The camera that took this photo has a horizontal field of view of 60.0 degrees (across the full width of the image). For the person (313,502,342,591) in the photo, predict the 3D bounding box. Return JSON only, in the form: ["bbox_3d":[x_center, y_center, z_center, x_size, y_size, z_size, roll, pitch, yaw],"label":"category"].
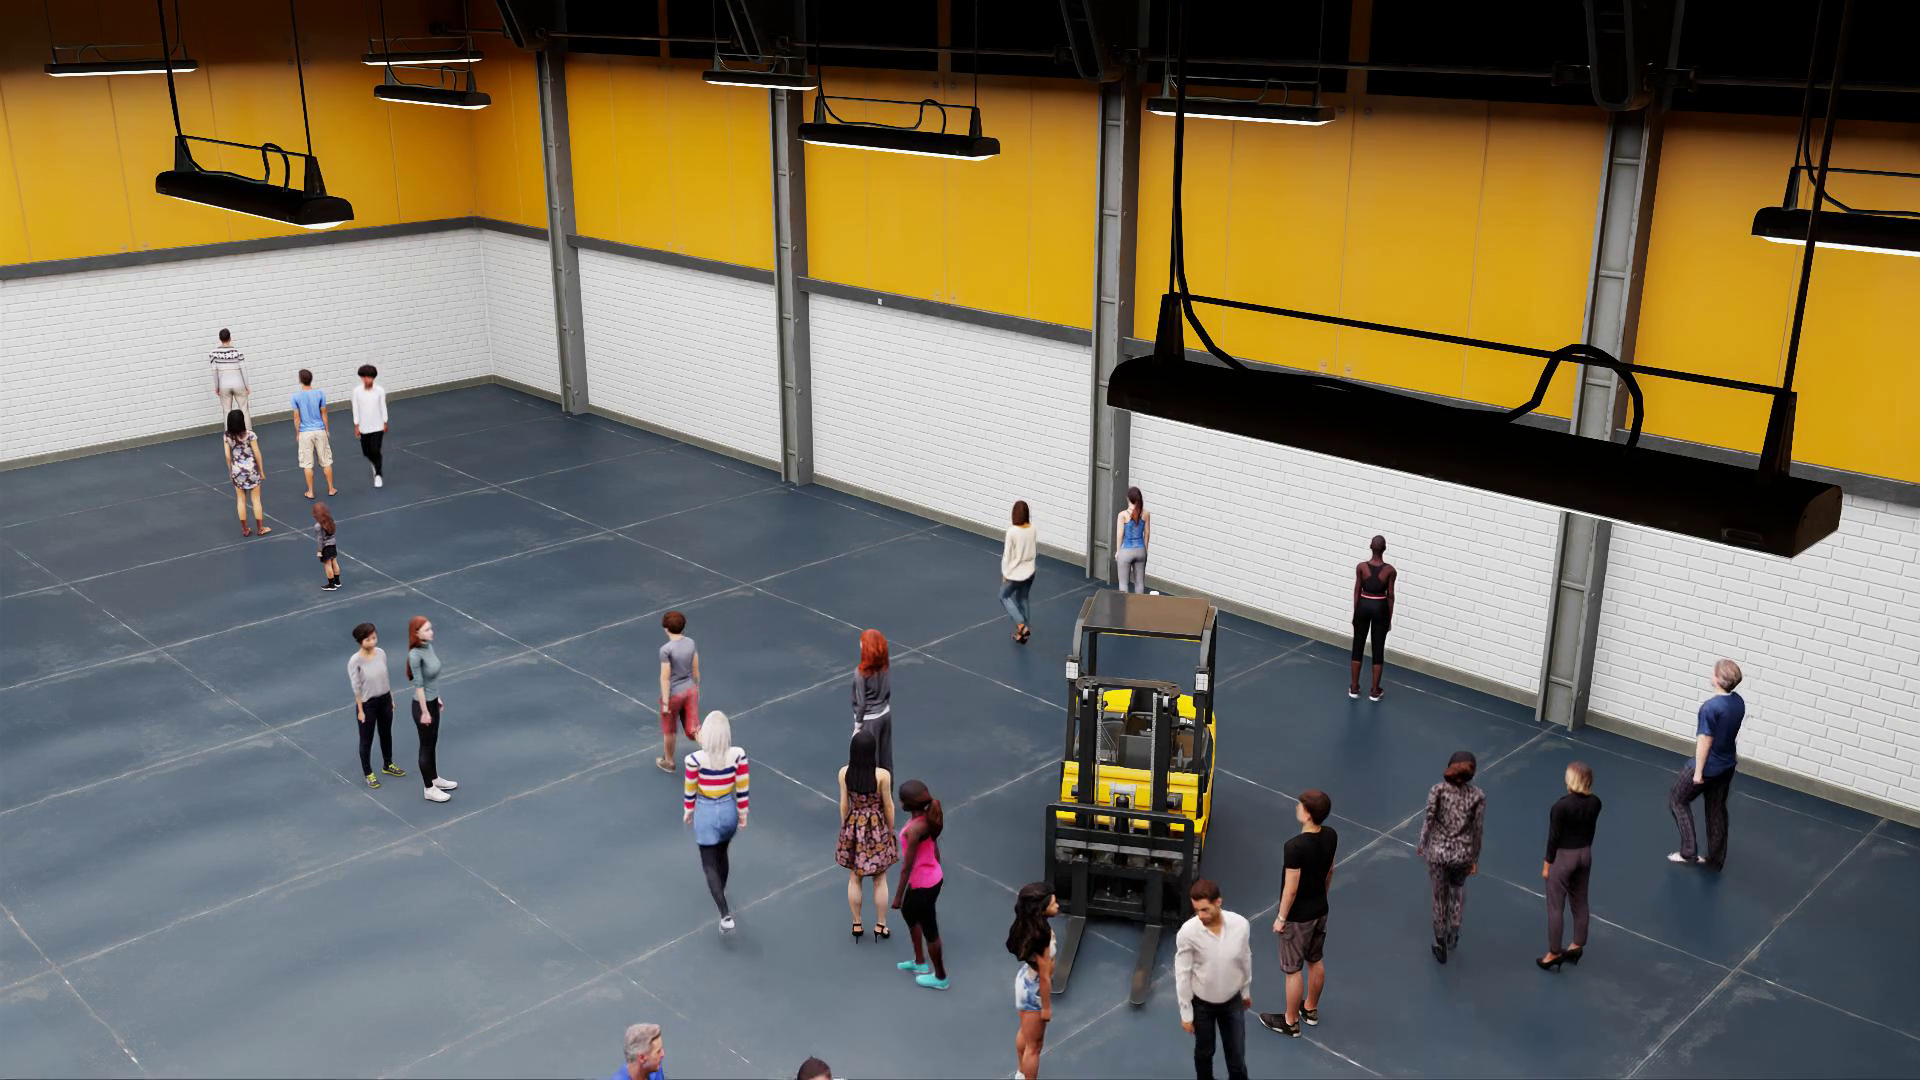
[{"bbox_3d":[-7.734,0.062,20.305,0.567,1.107,0.537,4,19,11],"label":"person"}]

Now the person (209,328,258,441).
[{"bbox_3d":[-11.659,-2.465,26.627,0.767,1.862,0.763,-5,19,-13],"label":"person"}]

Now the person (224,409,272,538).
[{"bbox_3d":[-9.533,-0.899,22.178,0.674,1.733,0.718,-2,19,-5],"label":"person"}]

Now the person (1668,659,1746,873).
[{"bbox_3d":[6.263,1.896,13.688,0.772,1.854,0.802,-9,21,-26],"label":"person"}]

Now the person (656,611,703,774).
[{"bbox_3d":[-2.518,1.471,15.314,0.609,1.622,1.082,-17,25,-40],"label":"person"}]

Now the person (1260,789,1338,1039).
[{"bbox_3d":[2.406,2.588,11.623,0.706,1.862,0.604,-14,23,-36],"label":"person"}]

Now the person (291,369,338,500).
[{"bbox_3d":[-9.288,-1.534,23.862,0.701,1.862,0.656,-10,21,-27],"label":"person"}]

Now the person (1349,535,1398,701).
[{"bbox_3d":[4.235,0.786,17.139,0.616,1.756,0.716,6,19,16],"label":"person"}]

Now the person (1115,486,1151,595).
[{"bbox_3d":[1.994,0.151,19.254,0.659,1.609,0.690,-5,19,-15],"label":"person"}]

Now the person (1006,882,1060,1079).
[{"bbox_3d":[0.493,2.965,10.875,0.726,1.625,0.659,-2,19,-5],"label":"person"}]

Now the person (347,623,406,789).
[{"bbox_3d":[-5.426,1.491,15.363,0.545,1.554,0.585,12,22,31],"label":"person"}]

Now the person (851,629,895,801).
[{"bbox_3d":[-0.766,1.611,14.654,0.513,1.779,0.591,15,24,37],"label":"person"}]

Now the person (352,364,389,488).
[{"bbox_3d":[-8.675,-1.706,24.494,0.971,1.785,1.142,-4,19,-13],"label":"person"}]

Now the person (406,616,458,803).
[{"bbox_3d":[-4.812,1.507,15.018,0.724,1.743,0.665,0,19,1],"label":"person"}]

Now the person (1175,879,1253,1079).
[{"bbox_3d":[1.596,2.933,10.663,1.049,1.820,1.175,-6,19,-16],"label":"person"}]

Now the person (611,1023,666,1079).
[{"bbox_3d":[-1.848,3.445,9.179,0.882,1.797,0.901,10,21,28],"label":"person"}]

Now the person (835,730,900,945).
[{"bbox_3d":[-0.709,2.265,12.720,0.791,1.775,0.863,2,19,7],"label":"person"}]

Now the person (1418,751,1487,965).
[{"bbox_3d":[3.678,2.402,12.425,0.707,1.703,0.774,2,19,5],"label":"person"}]

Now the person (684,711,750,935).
[{"bbox_3d":[-1.885,2.201,12.898,0.934,1.781,1.192,-8,20,-21],"label":"person"}]

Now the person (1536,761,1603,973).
[{"bbox_3d":[4.551,2.430,12.396,0.658,1.667,0.654,-9,21,-25],"label":"person"}]

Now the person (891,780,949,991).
[{"bbox_3d":[-0.181,2.526,12.050,0.793,1.705,0.736,6,20,18],"label":"person"}]

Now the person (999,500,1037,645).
[{"bbox_3d":[0.704,0.392,18.444,0.669,1.669,0.671,-14,23,-36],"label":"person"}]
